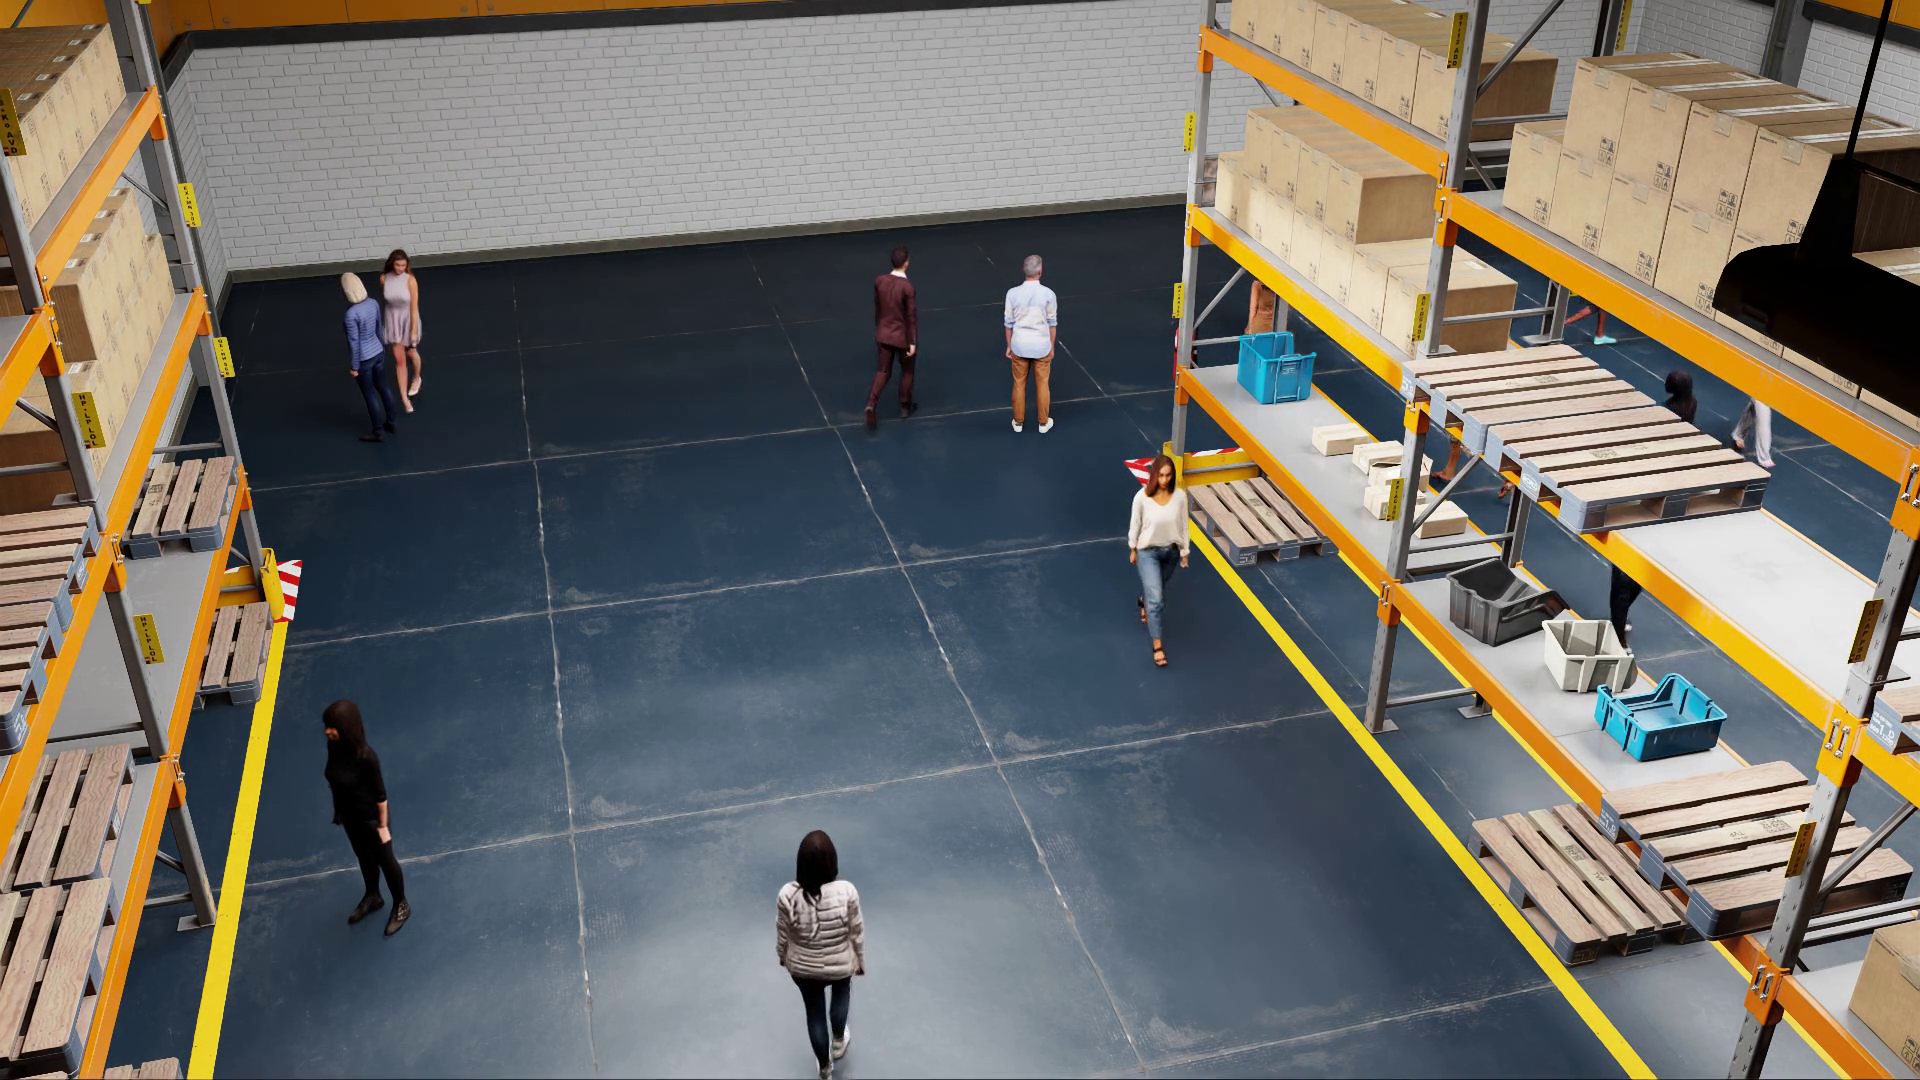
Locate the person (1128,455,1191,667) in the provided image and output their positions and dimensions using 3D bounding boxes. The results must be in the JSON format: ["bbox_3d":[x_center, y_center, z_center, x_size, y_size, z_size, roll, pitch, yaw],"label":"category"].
[{"bbox_3d":[1.547,0.075,13.057,0.699,1.643,1.100,-4,29,-7],"label":"person"}]

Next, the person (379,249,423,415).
[{"bbox_3d":[-5.737,-2.192,17.150,0.759,1.702,1.124,2,29,4],"label":"person"}]

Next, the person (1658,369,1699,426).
[{"bbox_3d":[6.142,-0.654,14.340,0.705,1.693,0.873,-11,30,-19],"label":"person"}]

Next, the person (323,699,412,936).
[{"bbox_3d":[-3.630,1.660,10.151,0.650,1.642,0.704,15,32,25],"label":"person"}]

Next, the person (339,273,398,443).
[{"bbox_3d":[-5.844,-1.816,16.421,0.784,1.741,0.674,9,30,16],"label":"person"}]

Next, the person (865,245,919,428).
[{"bbox_3d":[-0.693,-2.012,16.677,1.093,1.840,1.184,14,31,23],"label":"person"}]

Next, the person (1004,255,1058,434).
[{"bbox_3d":[0.714,-1.943,16.569,0.762,1.822,0.726,4,29,7],"label":"person"}]

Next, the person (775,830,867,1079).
[{"bbox_3d":[-0.743,2.307,8.978,0.691,1.630,0.703,-2,29,-4],"label":"person"}]
